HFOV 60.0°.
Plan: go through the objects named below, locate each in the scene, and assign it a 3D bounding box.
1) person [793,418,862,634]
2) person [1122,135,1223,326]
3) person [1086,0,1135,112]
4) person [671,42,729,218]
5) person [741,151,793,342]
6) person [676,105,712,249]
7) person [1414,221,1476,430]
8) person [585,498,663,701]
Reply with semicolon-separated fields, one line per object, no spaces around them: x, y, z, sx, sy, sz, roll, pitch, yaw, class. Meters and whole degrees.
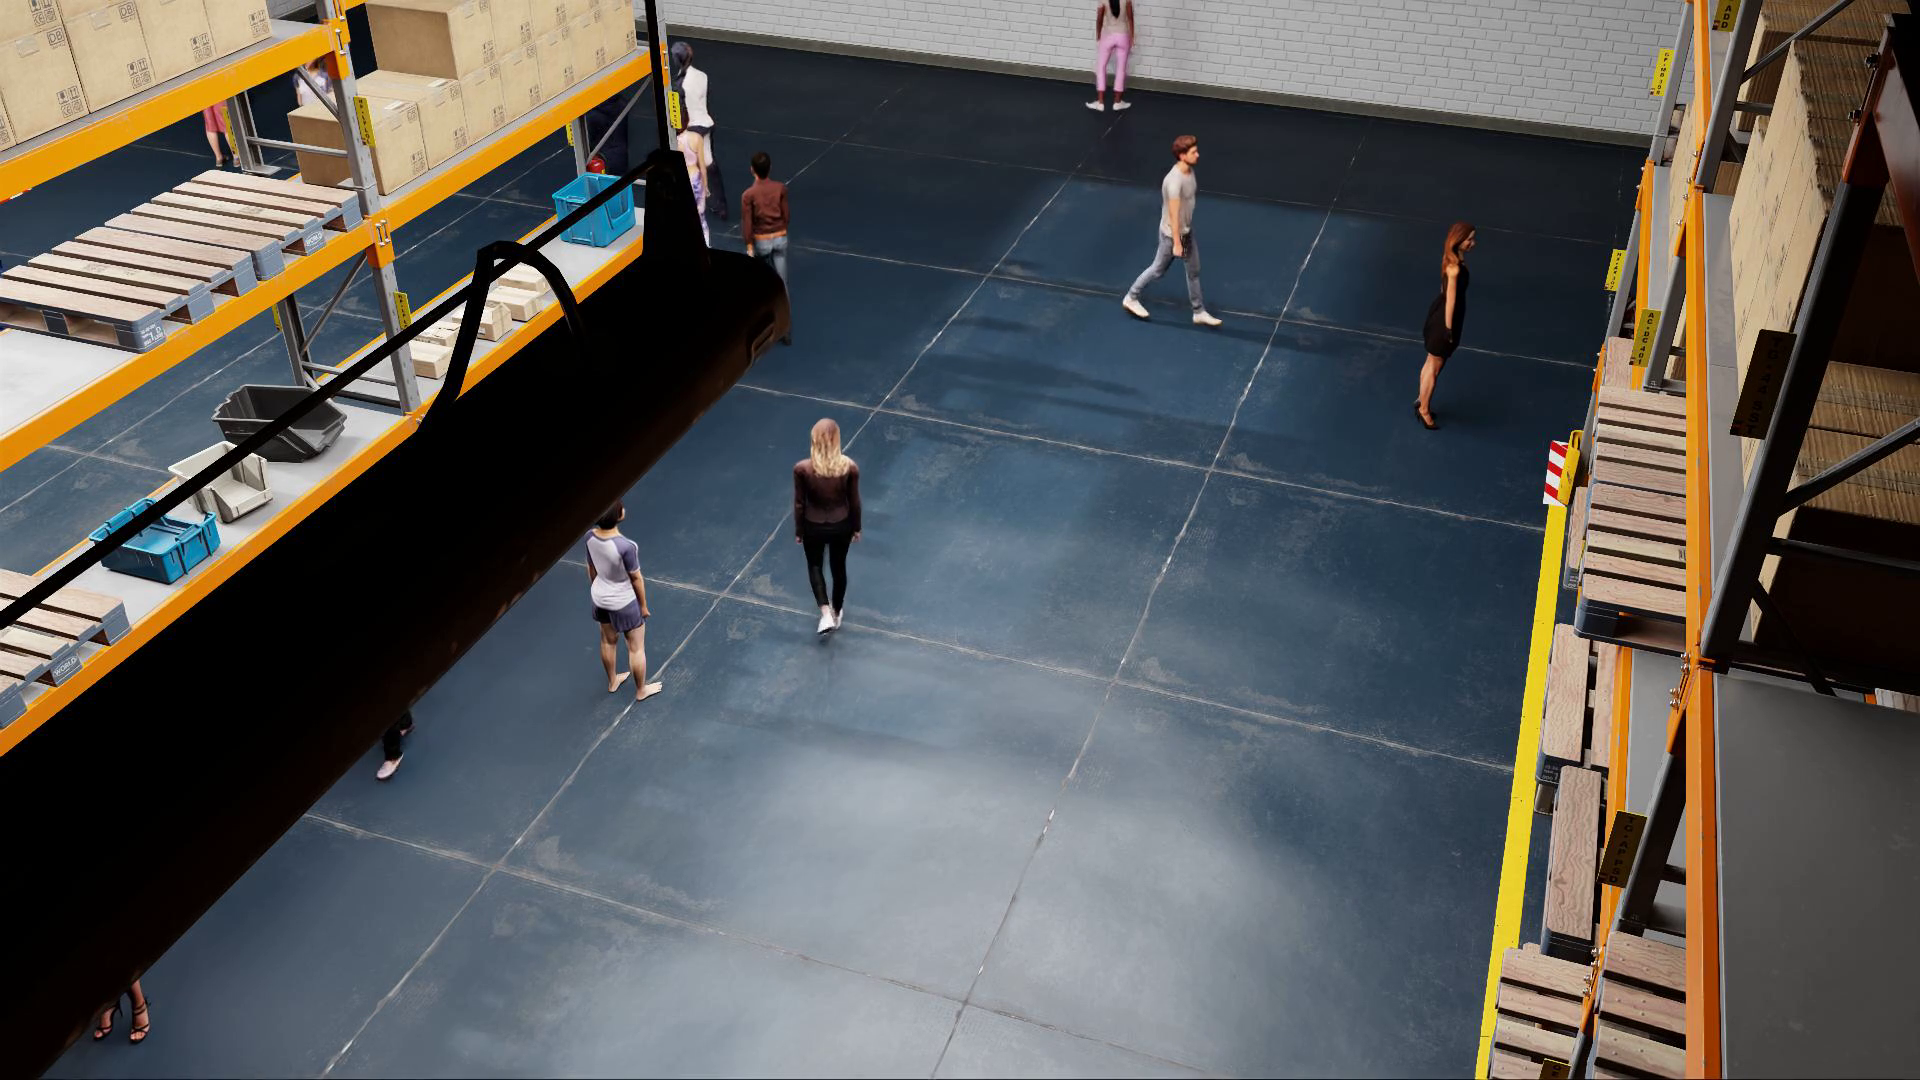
-0.911;-0.032;11.456;0.806;1.690;0.896;-5;34;-7;person
1.934;-2.887;15.605;0.847;1.853;1.187;15;37;22;person
1.972;-6.209;20.725;0.797;1.718;0.699;10;35;15;person
-2.769;-4.331;17.791;1.052;1.838;1.229;25;41;32;person
-1.726;-2.679;15.414;1.136;1.718;1.225;-12;35;-17;person
-2.673;-3.443;16.524;0.793;1.760;0.851;-16;37;-23;person
4.071;-1.805;13.994;0.669;1.834;0.498;7;34;11;person
-2.260;0.361;10.978;0.589;1.565;0.553;16;37;22;person
